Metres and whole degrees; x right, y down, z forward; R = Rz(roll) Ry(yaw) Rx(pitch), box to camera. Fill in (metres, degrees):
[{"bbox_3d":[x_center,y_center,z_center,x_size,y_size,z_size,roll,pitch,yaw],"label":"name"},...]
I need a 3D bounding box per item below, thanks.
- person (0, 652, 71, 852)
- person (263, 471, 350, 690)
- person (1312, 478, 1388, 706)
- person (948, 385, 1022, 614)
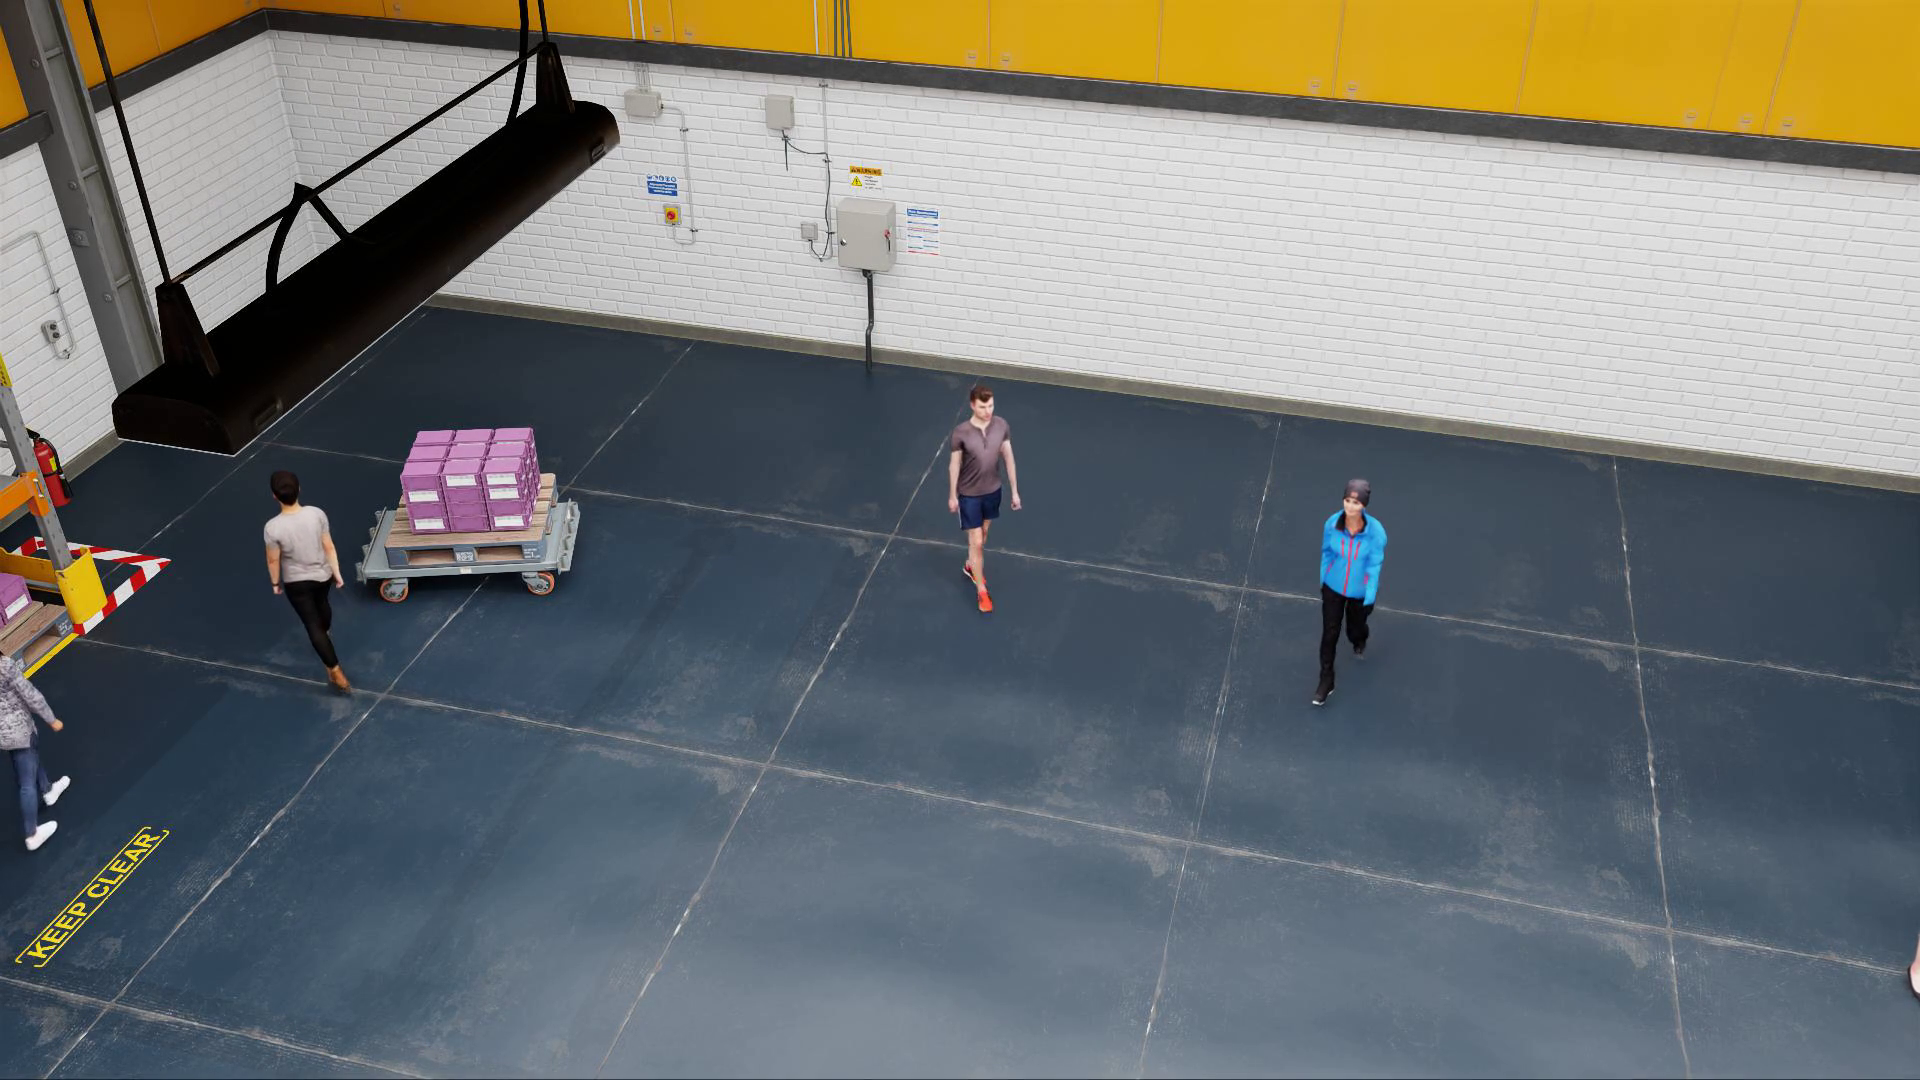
[{"bbox_3d":[-6.071,1.250,10.533,0.614,1.708,0.845,9,35,13],"label":"person"},{"bbox_3d":[-4.680,0.313,11.969,1.128,1.677,1.116,-22,40,-30],"label":"person"},{"bbox_3d":[2.801,0.331,11.852,0.822,1.777,1.089,21,39,28],"label":"person"},{"bbox_3d":[0.123,-0.419,12.936,0.987,1.827,1.072,-15,36,-21],"label":"person"}]
